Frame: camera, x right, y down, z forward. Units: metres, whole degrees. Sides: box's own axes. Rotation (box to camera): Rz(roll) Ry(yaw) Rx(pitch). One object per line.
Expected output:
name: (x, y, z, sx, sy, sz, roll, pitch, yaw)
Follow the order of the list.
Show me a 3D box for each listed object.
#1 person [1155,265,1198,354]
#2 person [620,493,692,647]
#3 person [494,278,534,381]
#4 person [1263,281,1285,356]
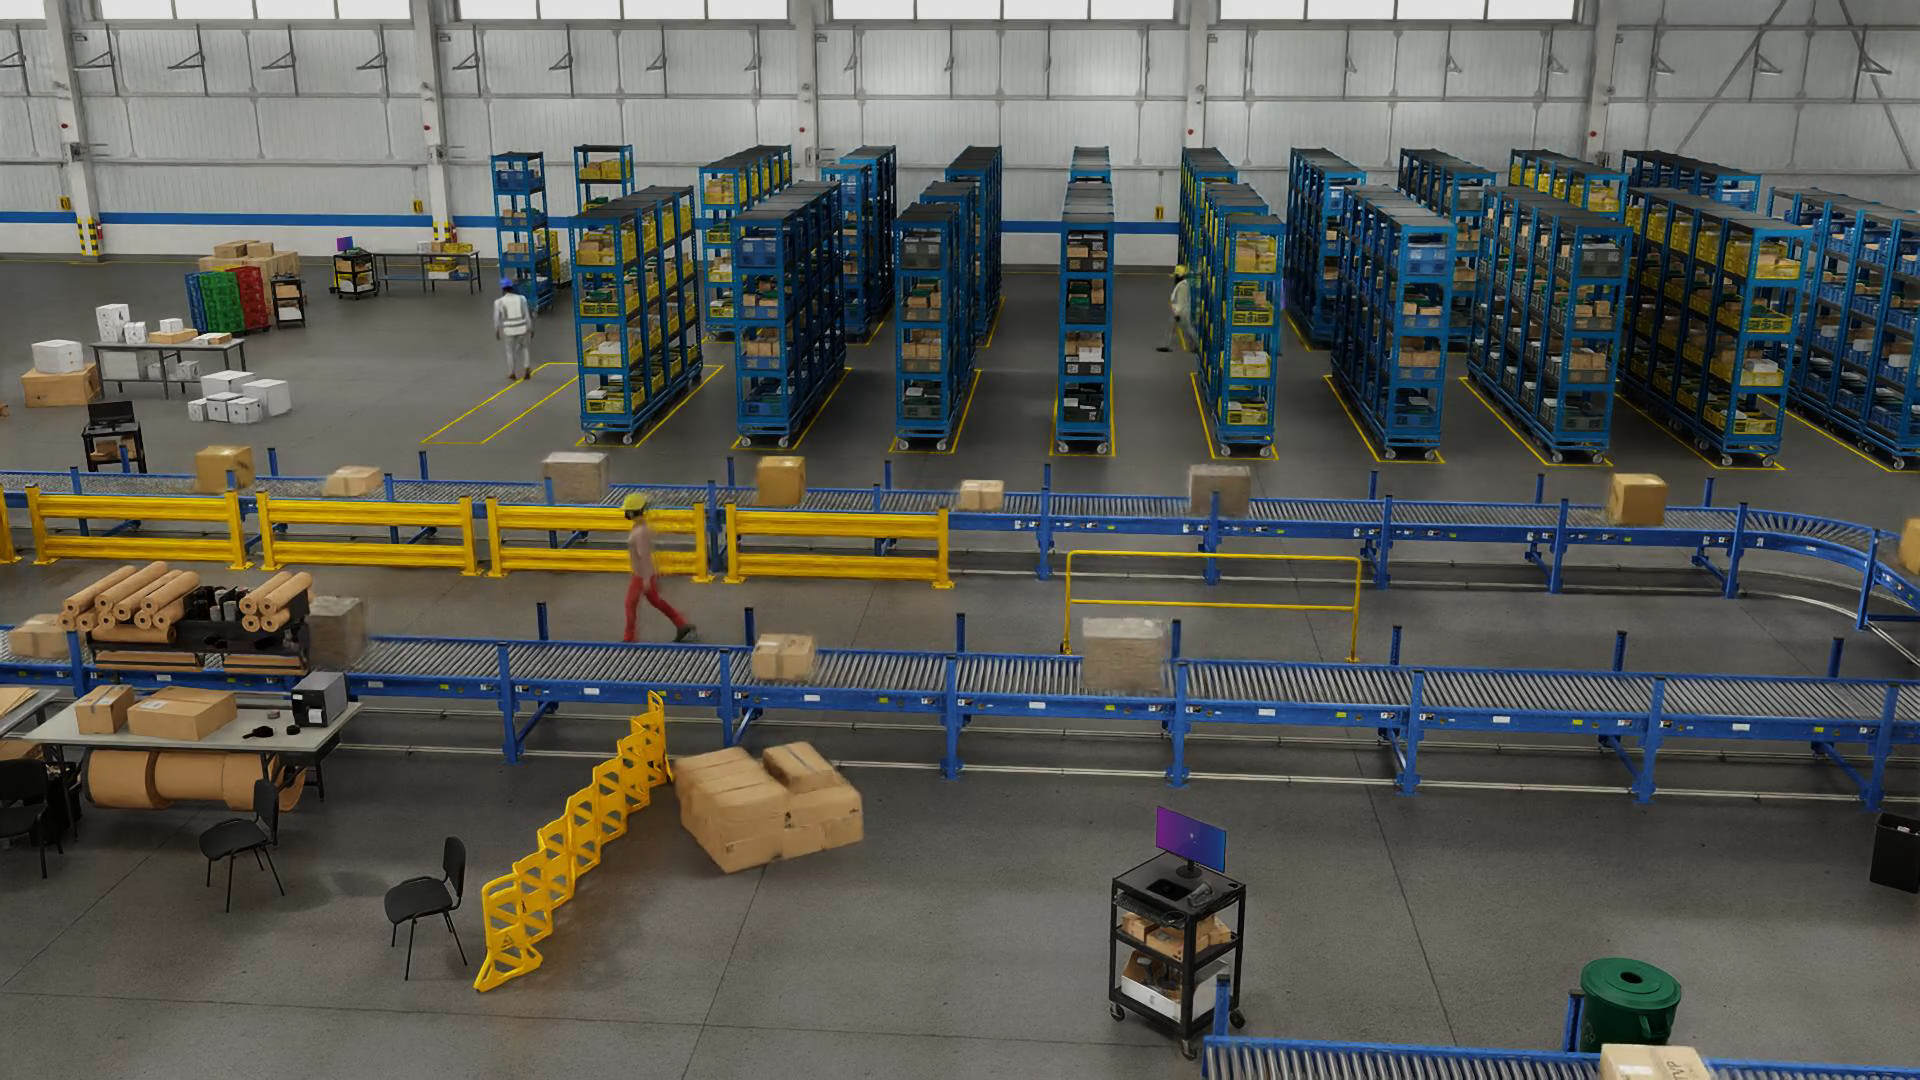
person: (4.469, -4.615, 33.293, 0.966, 1.779, 0.600, 1, 18, 3)
person: (-3.313, 0.328, 17.697, 0.849, 1.736, 0.534, -3, 18, -8)
person: (-8.218, -3.856, 30.654, 0.654, 1.920, 0.826, -9, 19, -25)
person: (6.143, -4.579, 33.091, 0.668, 1.822, 0.605, 5, 18, 15)
